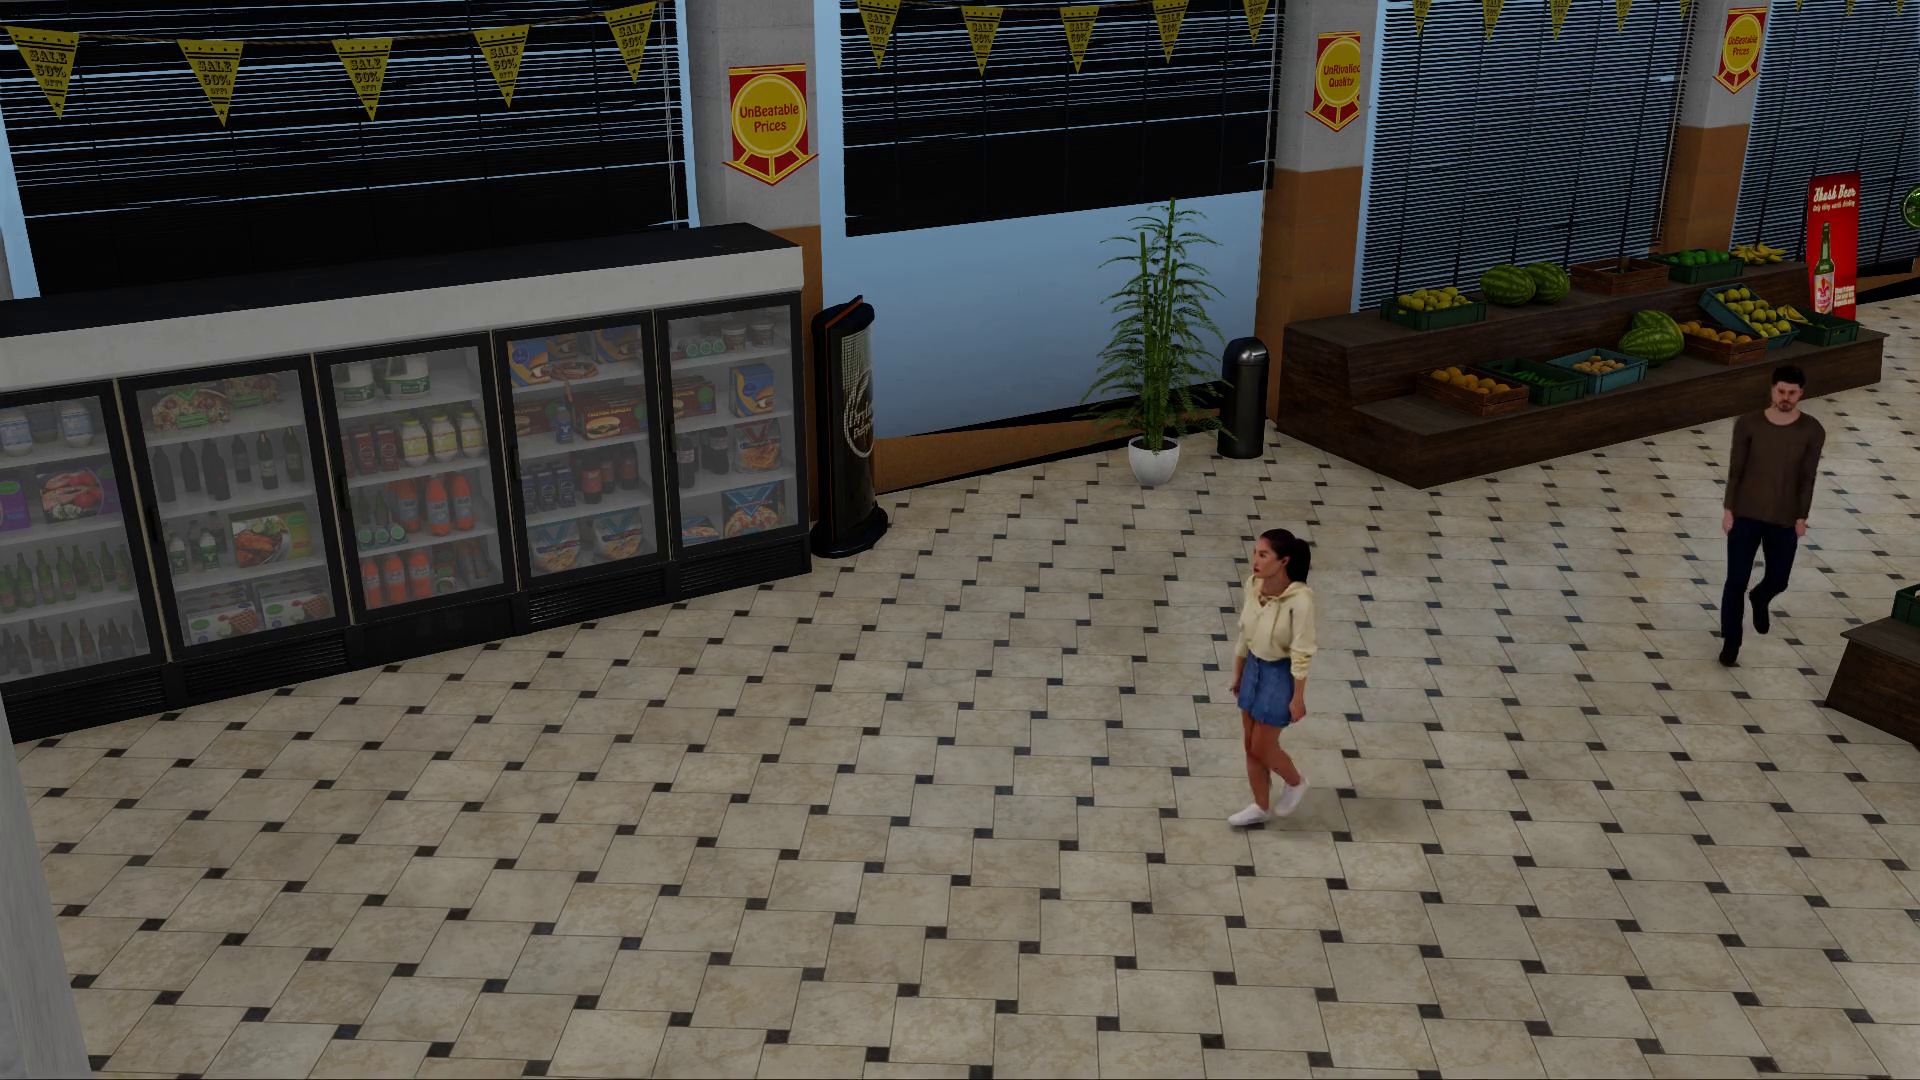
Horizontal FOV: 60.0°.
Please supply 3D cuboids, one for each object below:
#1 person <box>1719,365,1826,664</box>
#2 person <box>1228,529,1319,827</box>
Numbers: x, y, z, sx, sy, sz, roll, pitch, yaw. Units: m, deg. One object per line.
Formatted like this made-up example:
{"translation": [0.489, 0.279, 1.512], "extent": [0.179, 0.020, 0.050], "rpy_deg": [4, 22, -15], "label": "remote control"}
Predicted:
{"translation": [4.897, -0.174, 10.107], "extent": [0.930, 1.873, 1.030], "rpy_deg": [10, 24, 24], "label": "person"}
{"translation": [1.607, 0.699, 8.273], "extent": [0.655, 1.620, 0.645], "rpy_deg": [-11, 25, -26], "label": "person"}
